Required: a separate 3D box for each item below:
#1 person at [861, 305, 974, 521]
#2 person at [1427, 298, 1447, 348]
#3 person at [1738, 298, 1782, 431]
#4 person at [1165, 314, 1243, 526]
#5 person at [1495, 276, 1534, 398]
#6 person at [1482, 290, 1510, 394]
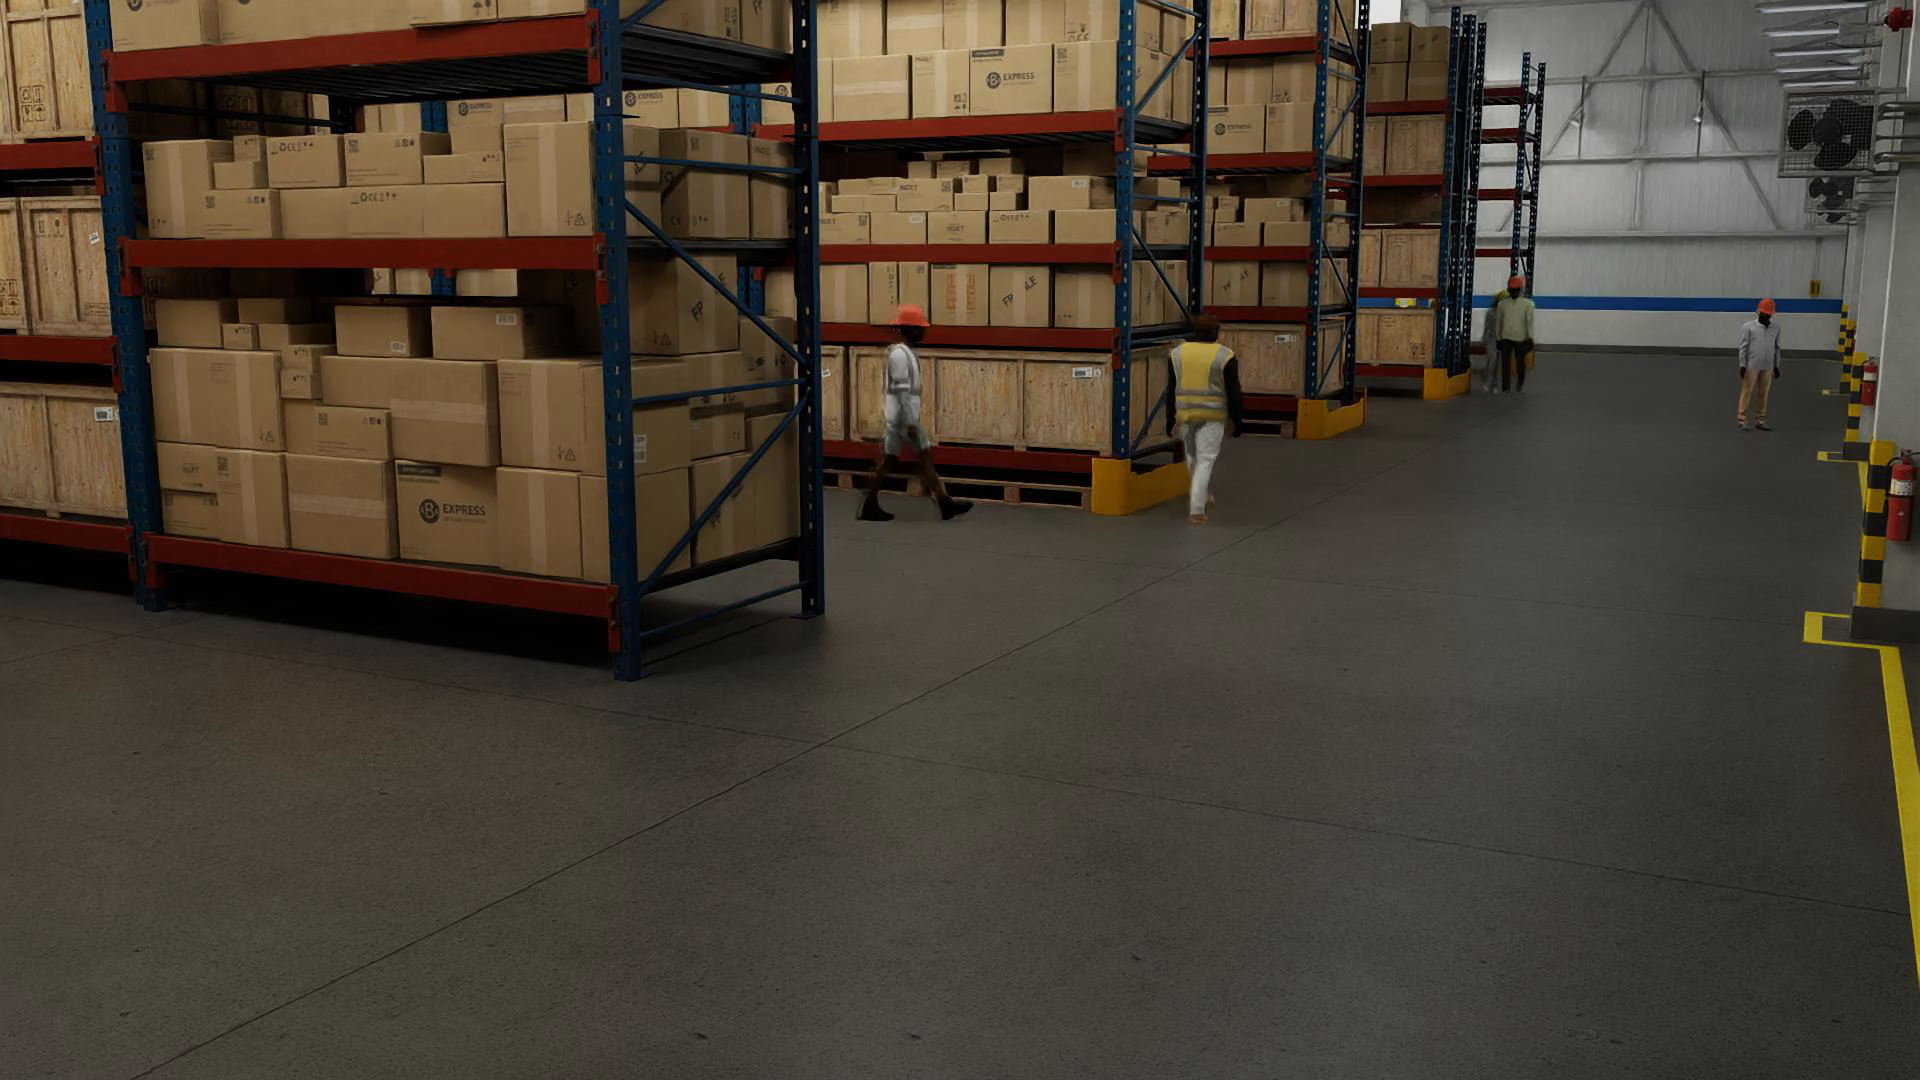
[{"bbox_3d":[-0.415,-1.080,14.381,1.008,1.878,0.569,3,10,14],"label":"person"},{"bbox_3d":[9.160,-4.034,31.641,0.688,1.820,0.610,4,11,22],"label":"person"},{"bbox_3d":[10.491,-2.291,21.797,0.562,1.742,0.337,-1,10,-6],"label":"person"},{"bbox_3d":[2.166,-1.058,14.494,0.652,1.799,0.915,6,11,31],"label":"person"},{"bbox_3d":[9.000,-3.300,26.984,0.622,1.975,0.806,5,11,28],"label":"person"},{"bbox_3d":[8.906,-3.271,27.515,0.506,1.715,0.431,-1,10,-5],"label":"person"}]
